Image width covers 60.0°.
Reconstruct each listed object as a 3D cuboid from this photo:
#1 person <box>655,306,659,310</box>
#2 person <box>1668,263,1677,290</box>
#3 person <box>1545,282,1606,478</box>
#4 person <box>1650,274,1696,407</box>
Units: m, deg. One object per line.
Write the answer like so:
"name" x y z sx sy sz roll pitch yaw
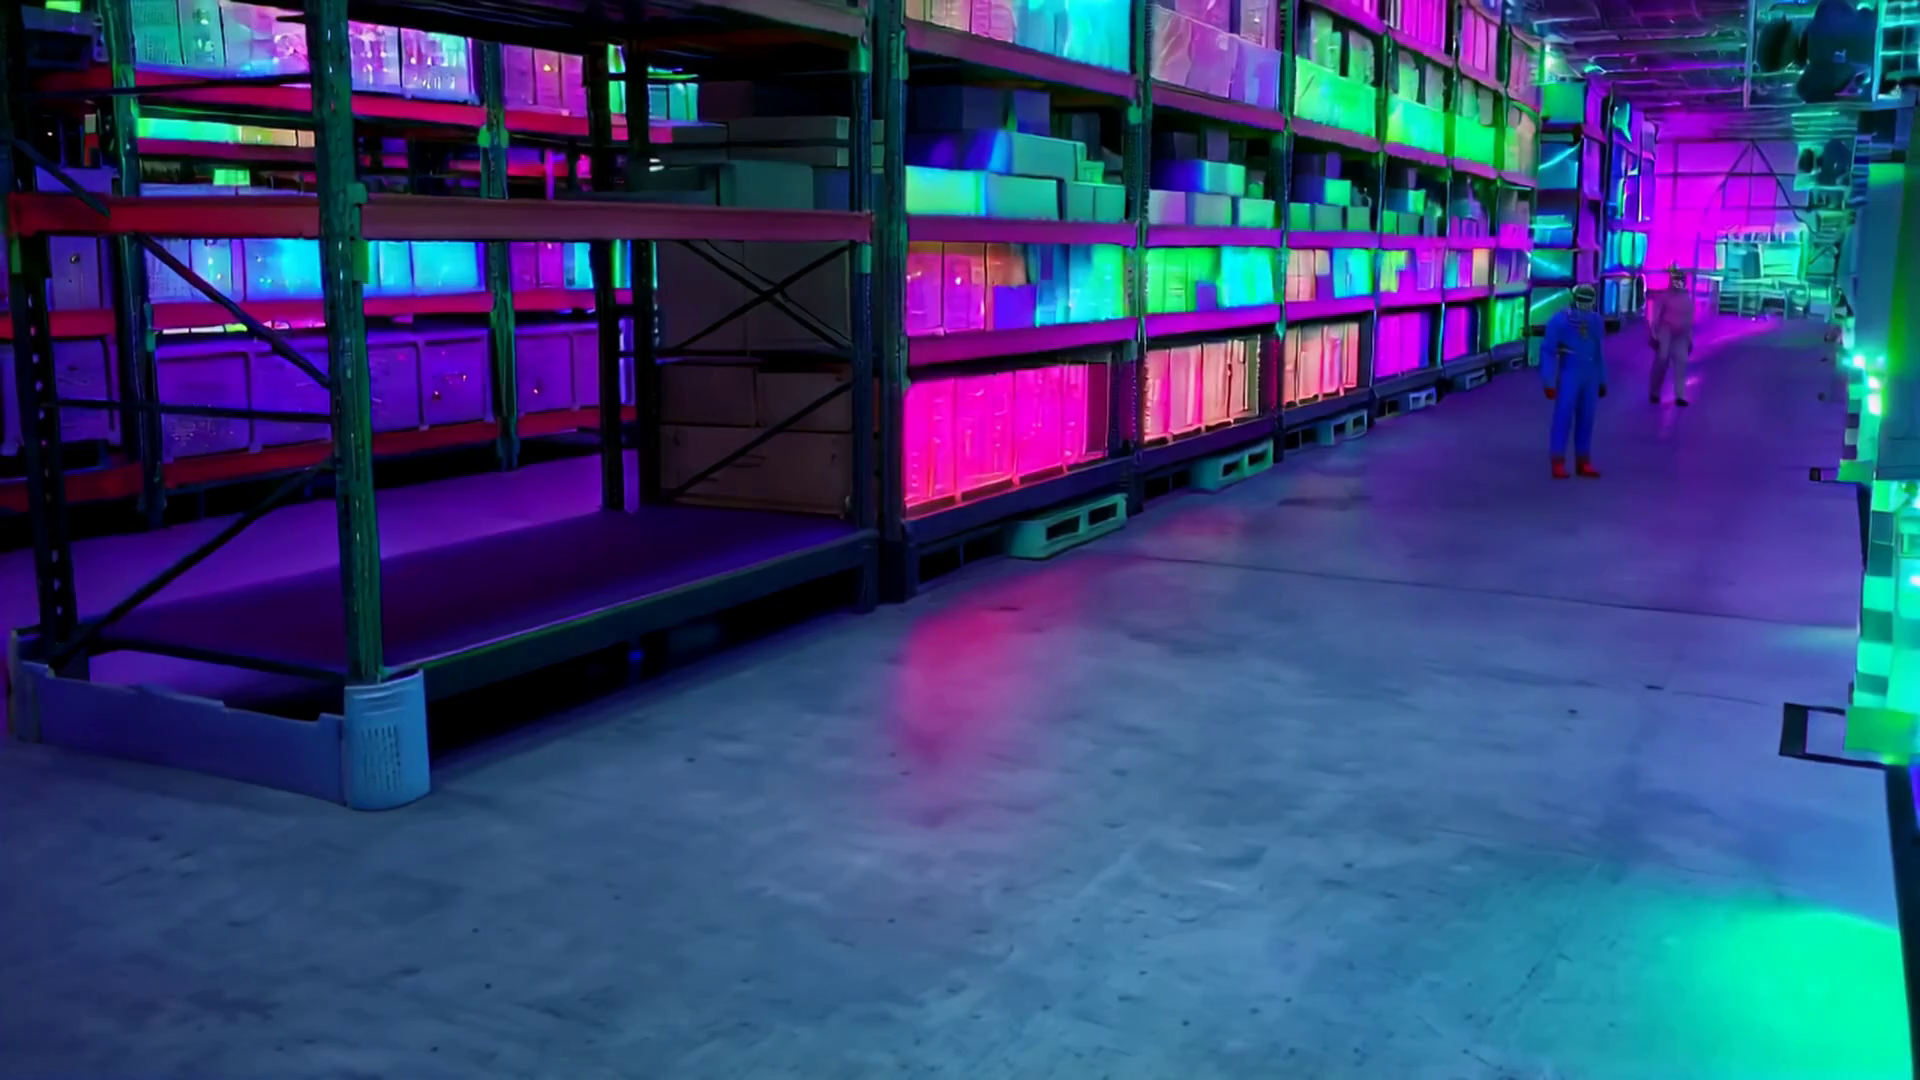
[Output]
"person" -4.814 -3.348 26.502 0.538 1.929 0.383 -4 11 -23
"person" 33.929 -12.331 79.192 0.539 1.687 0.319 -8 13 -40
"person" 5.976 -1.539 16.122 0.652 1.896 0.402 -3 10 -17
"person" 10.211 -2.870 23.847 0.645 1.877 0.829 1 10 6
